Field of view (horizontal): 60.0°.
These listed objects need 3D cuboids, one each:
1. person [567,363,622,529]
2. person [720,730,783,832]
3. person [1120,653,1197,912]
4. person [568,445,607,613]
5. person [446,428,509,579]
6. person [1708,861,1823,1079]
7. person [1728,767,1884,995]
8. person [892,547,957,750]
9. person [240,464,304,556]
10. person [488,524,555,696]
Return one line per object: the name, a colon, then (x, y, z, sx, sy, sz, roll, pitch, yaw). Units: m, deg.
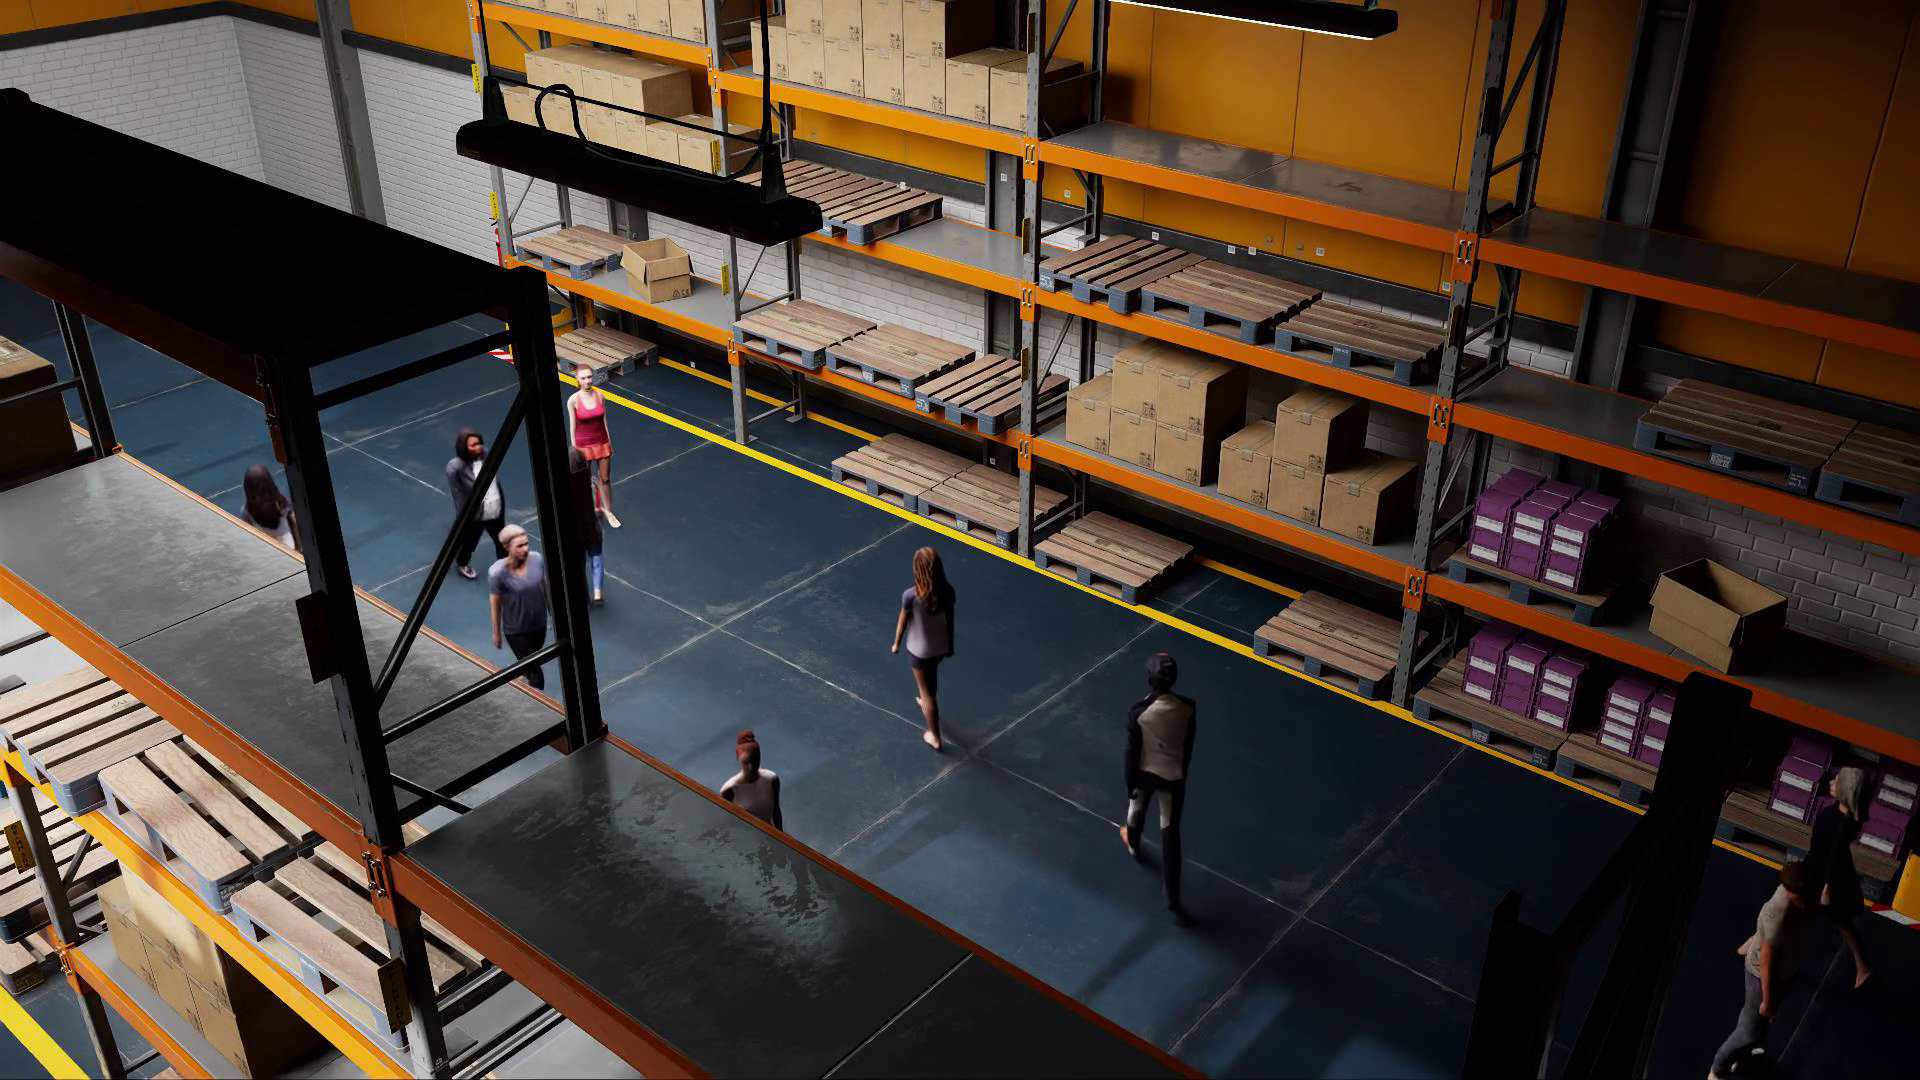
person: (-3.626, -0.920, 16.393, 0.638, 1.753, 0.654, -16, 32, -27)
person: (-1.360, 2.030, 10.946, 0.629, 1.791, 0.602, -14, 31, -24)
person: (1.409, 1.689, 11.510, 1.207, 1.850, 1.260, -2, 29, -4)
person: (-3.404, -0.065, 14.983, 0.749, 1.604, 0.800, -7, 29, -12)
person: (-4.509, -0.300, 15.440, 1.034, 1.577, 0.690, 20, 34, 32)
person: (4.858, 2.541, 9.952, 0.533, 1.845, 0.829, 15, 32, 25)
person: (5.657, 2.210, 10.700, 1.168, 1.711, 0.669, 17, 33, 29)
person: (-0.216, 0.895, 13.117, 0.812, 1.705, 0.981, -16, 32, -26)
person: (-5.953, 0.146, 14.508, 0.751, 1.688, 0.995, -19, 34, -31)
person: (-3.535, 0.694, 13.346, 1.210, 1.838, 0.657, 22, 36, 35)
